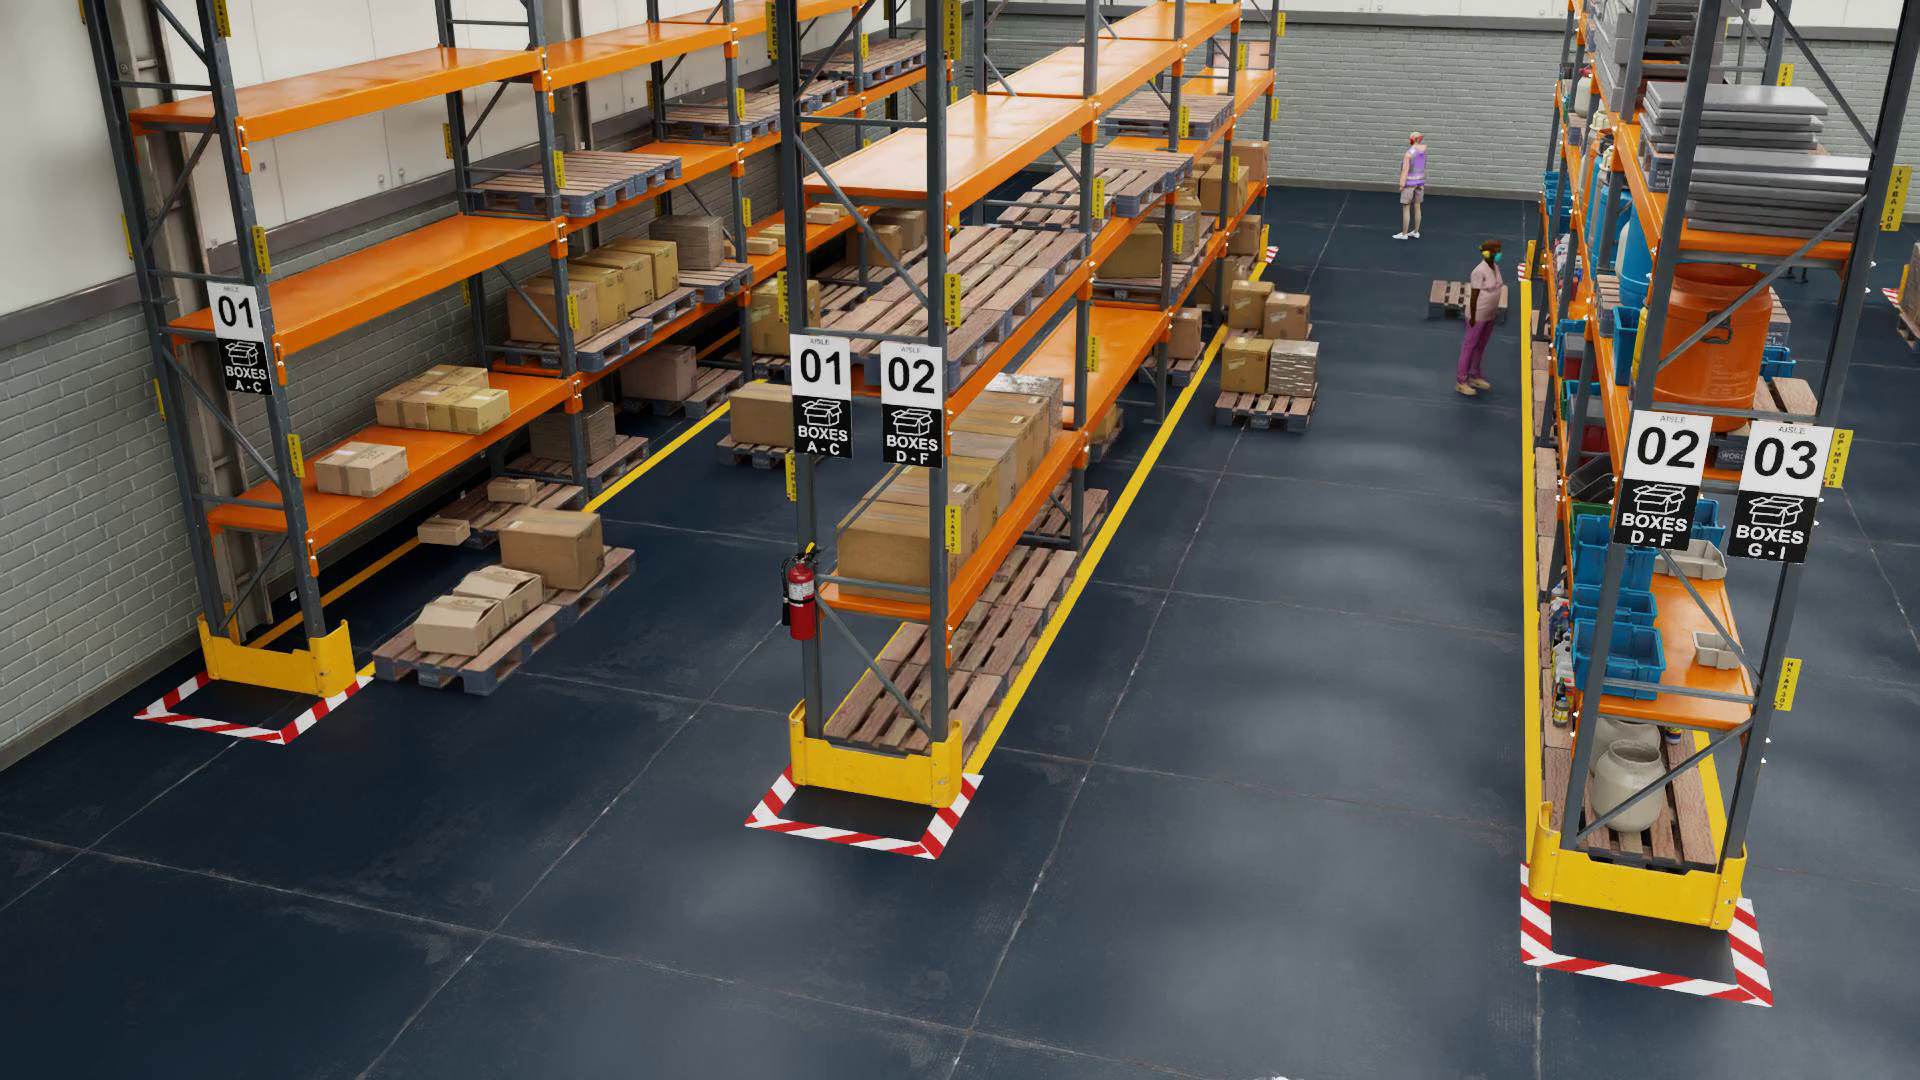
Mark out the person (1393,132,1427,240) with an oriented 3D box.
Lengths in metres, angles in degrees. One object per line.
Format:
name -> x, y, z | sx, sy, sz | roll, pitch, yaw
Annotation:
person -> 7.181, -5.621, 26.419 | 0.491, 1.688, 0.349 | -14, 27, -29

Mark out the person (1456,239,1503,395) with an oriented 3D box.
person -> 6.040, -2.591, 19.246 | 0.536, 1.800, 0.329 | -21, 31, -40

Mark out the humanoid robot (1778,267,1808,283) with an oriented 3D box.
humanoid robot -> 12.157, -4.540, 23.904 | 0.315, 1.657, 0.599 | -9, 25, -19
